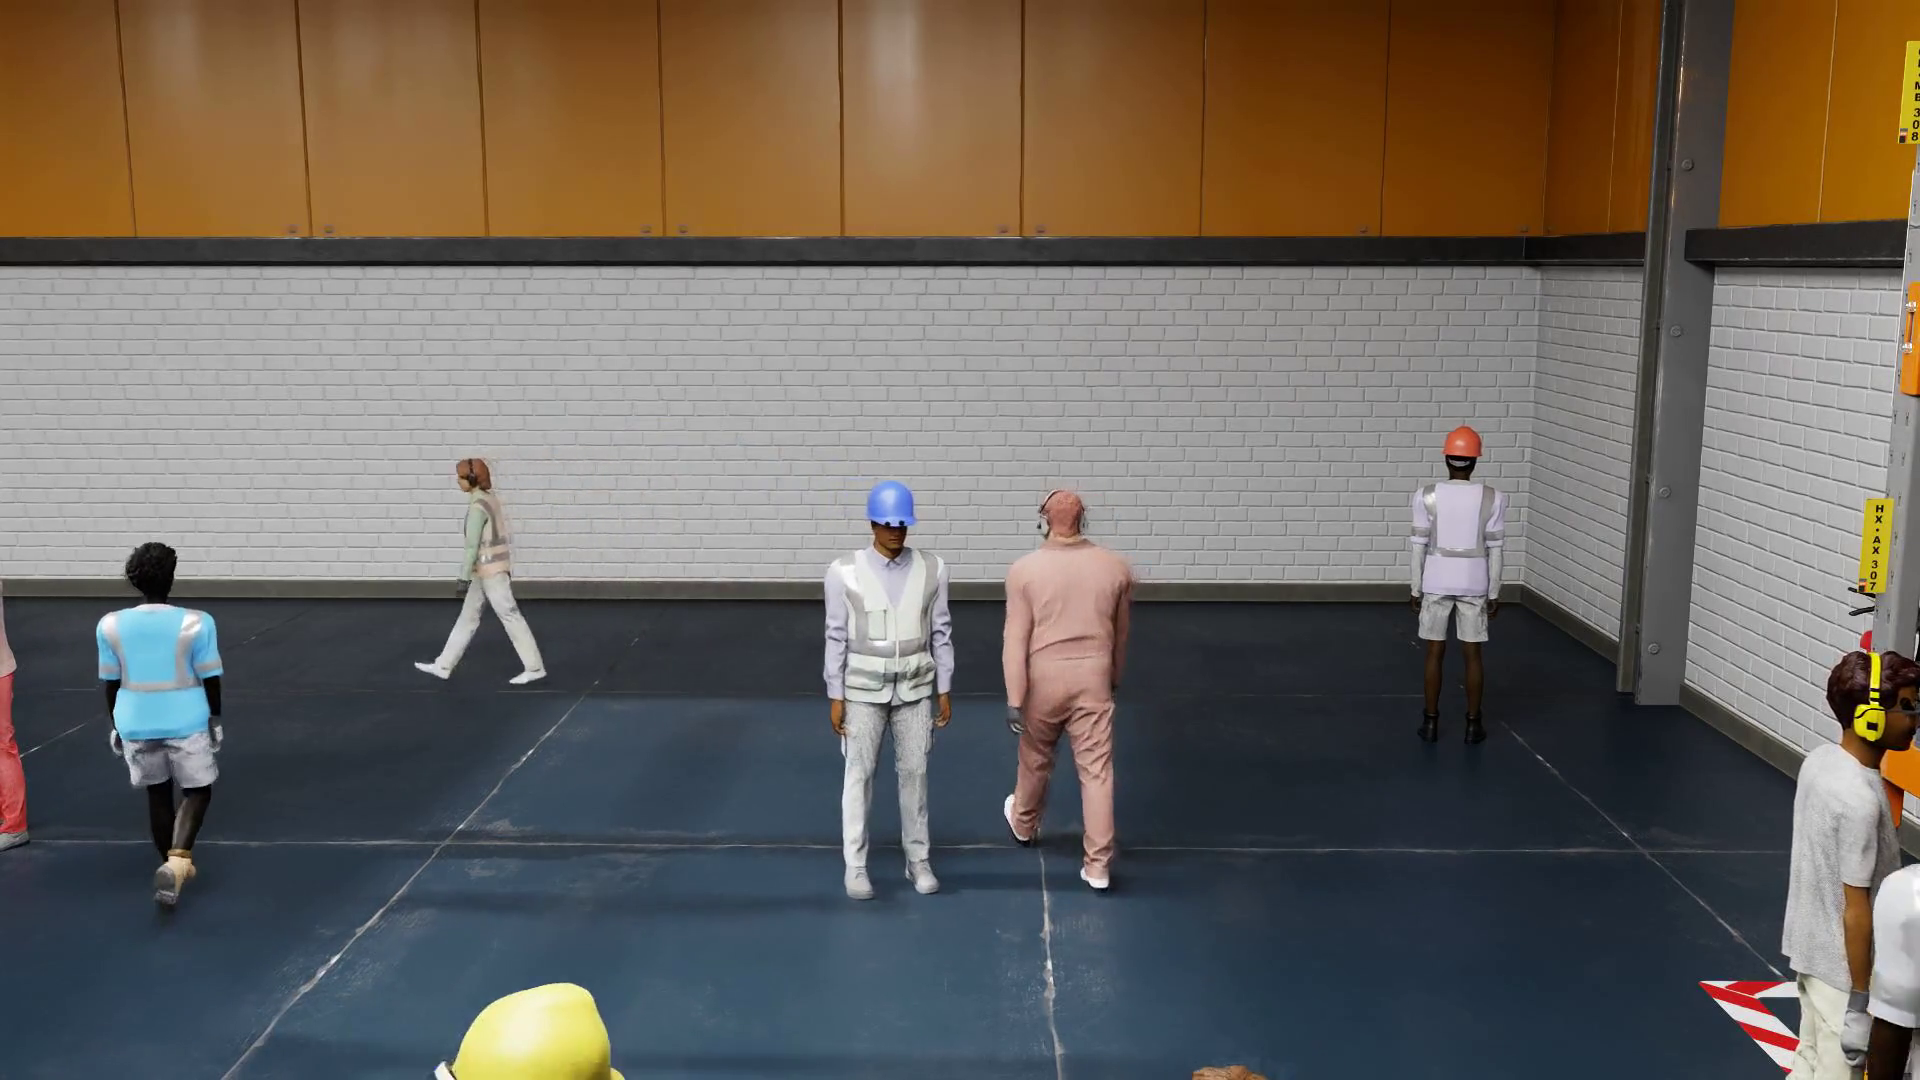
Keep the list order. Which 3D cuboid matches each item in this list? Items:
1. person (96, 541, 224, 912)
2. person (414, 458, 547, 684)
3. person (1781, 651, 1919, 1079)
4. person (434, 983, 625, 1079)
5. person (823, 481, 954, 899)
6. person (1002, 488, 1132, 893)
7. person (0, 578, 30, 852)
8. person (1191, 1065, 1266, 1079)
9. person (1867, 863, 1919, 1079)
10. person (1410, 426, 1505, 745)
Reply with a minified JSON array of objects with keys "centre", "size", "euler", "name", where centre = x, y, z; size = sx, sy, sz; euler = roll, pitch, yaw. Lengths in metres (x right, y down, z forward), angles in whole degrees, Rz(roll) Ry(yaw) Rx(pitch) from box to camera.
[{"centre":[-3.596,0.844,7.496],"size":[0.537,1.680,0.648],"euler":[-1,10,-7],"name":"person"},{"centre":[-3.298,0.233,11.418],"size":[0.919,1.579,0.535],"euler":[-2,10,-9],"name":"person"},{"centre":[2.491,1.220,4.679],"size":[0.315,1.870,0.533],"euler":[2,10,14],"name":"person"},{"centre":[-0.747,1.584,2.677],"size":[0.693,1.803,0.435],"euler":[4,10,25],"name":"person"},{"centre":[-0.325,0.687,7.660],"size":[0.610,1.941,0.408],"euler":[-3,10,-16],"name":"person"},{"centre":[0.489,0.677,7.980],"size":[0.675,1.848,1.016],"euler":[-2,10,-14],"name":"person"},{"centre":[-4.867,0.673,8.265],"size":[0.309,1.769,0.523],"euler":[-7,12,-36],"name":"person"},{"centre":[0.437,1.612,2.591],"size":[0.952,1.793,0.619],"euler":[-7,12,-37],"name":"person"},{"centre":[2.381,1.335,3.771],"size":[0.635,1.940,0.529],"euler":[3,10,15],"name":"person"},{"centre":[3.011,0.277,10.124],"size":[0.548,1.937,0.379],"euler":[3,10,17],"name":"person"}]
